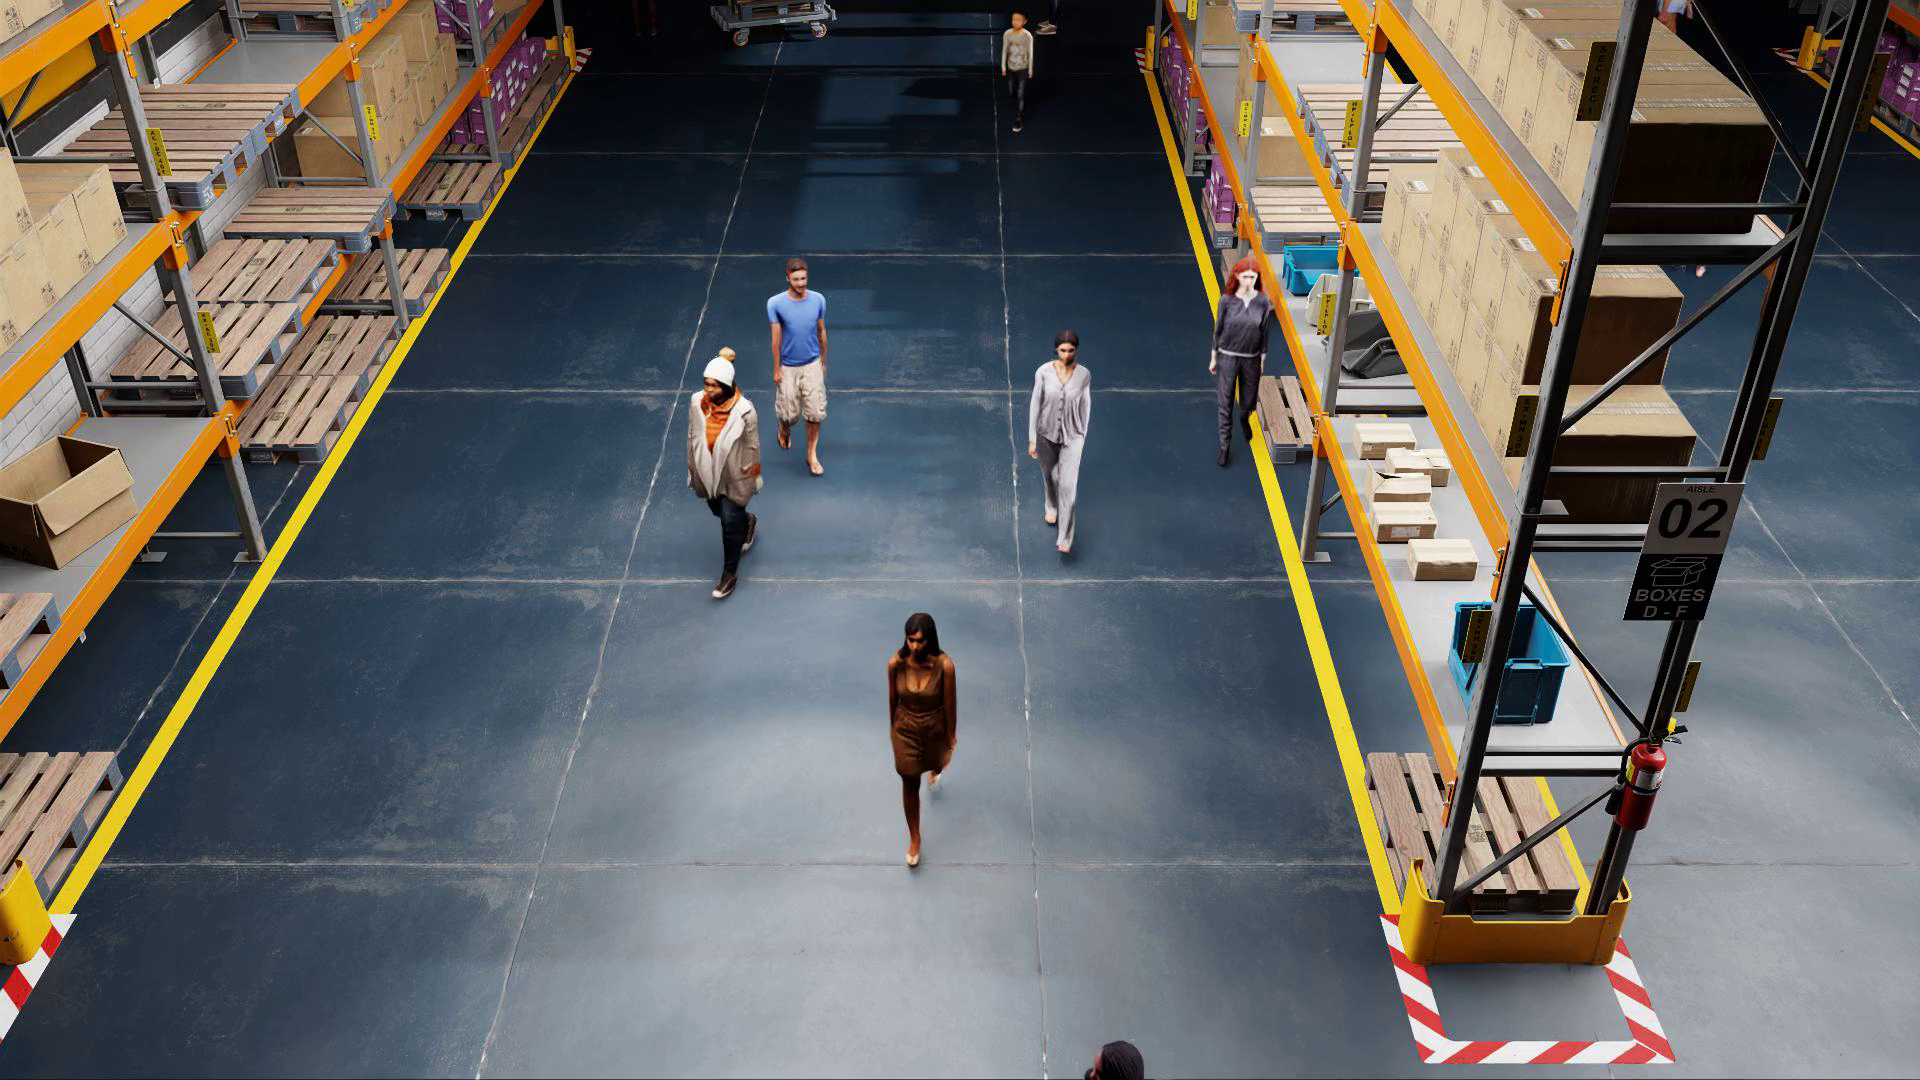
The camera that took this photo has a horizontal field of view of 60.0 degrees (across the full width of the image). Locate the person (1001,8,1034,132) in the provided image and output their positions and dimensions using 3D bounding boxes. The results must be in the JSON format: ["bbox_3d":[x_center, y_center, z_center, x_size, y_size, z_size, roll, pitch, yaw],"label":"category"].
[{"bbox_3d":[0.747,-5.831,20.514,0.743,1.444,0.982,11,35,16],"label":"person"}]

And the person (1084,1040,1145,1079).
[{"bbox_3d":[0.741,2.800,7.295,0.796,1.705,0.748,-10,35,-14],"label":"person"}]

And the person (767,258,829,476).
[{"bbox_3d":[-1.335,-1.468,13.579,0.802,1.855,0.951,-10,35,-15],"label":"person"}]

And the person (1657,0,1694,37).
[{"bbox_3d":[9.401,-7.052,22.048,1.123,1.779,1.067,20,38,27],"label":"person"}]

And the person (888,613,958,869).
[{"bbox_3d":[-0.206,1.095,9.896,0.621,1.663,1.062,3,34,4],"label":"person"}]

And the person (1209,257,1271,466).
[{"bbox_3d":[2.296,-1.510,13.721,0.679,1.768,0.826,5,34,8],"label":"person"}]

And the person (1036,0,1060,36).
[{"bbox_3d":[1.299,-8.181,23.648,0.746,1.889,0.566,6,34,9],"label":"person"}]

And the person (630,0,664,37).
[{"bbox_3d":[-4.541,-8.116,23.573,0.674,1.864,0.551,0,34,0],"label":"person"}]

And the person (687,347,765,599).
[{"bbox_3d":[-1.688,-0.567,12.222,0.976,1.857,1.258,12,36,18],"label":"person"}]

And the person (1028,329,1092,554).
[{"bbox_3d":[0.744,-0.828,12.726,0.677,1.733,1.070,4,34,5],"label":"person"}]
